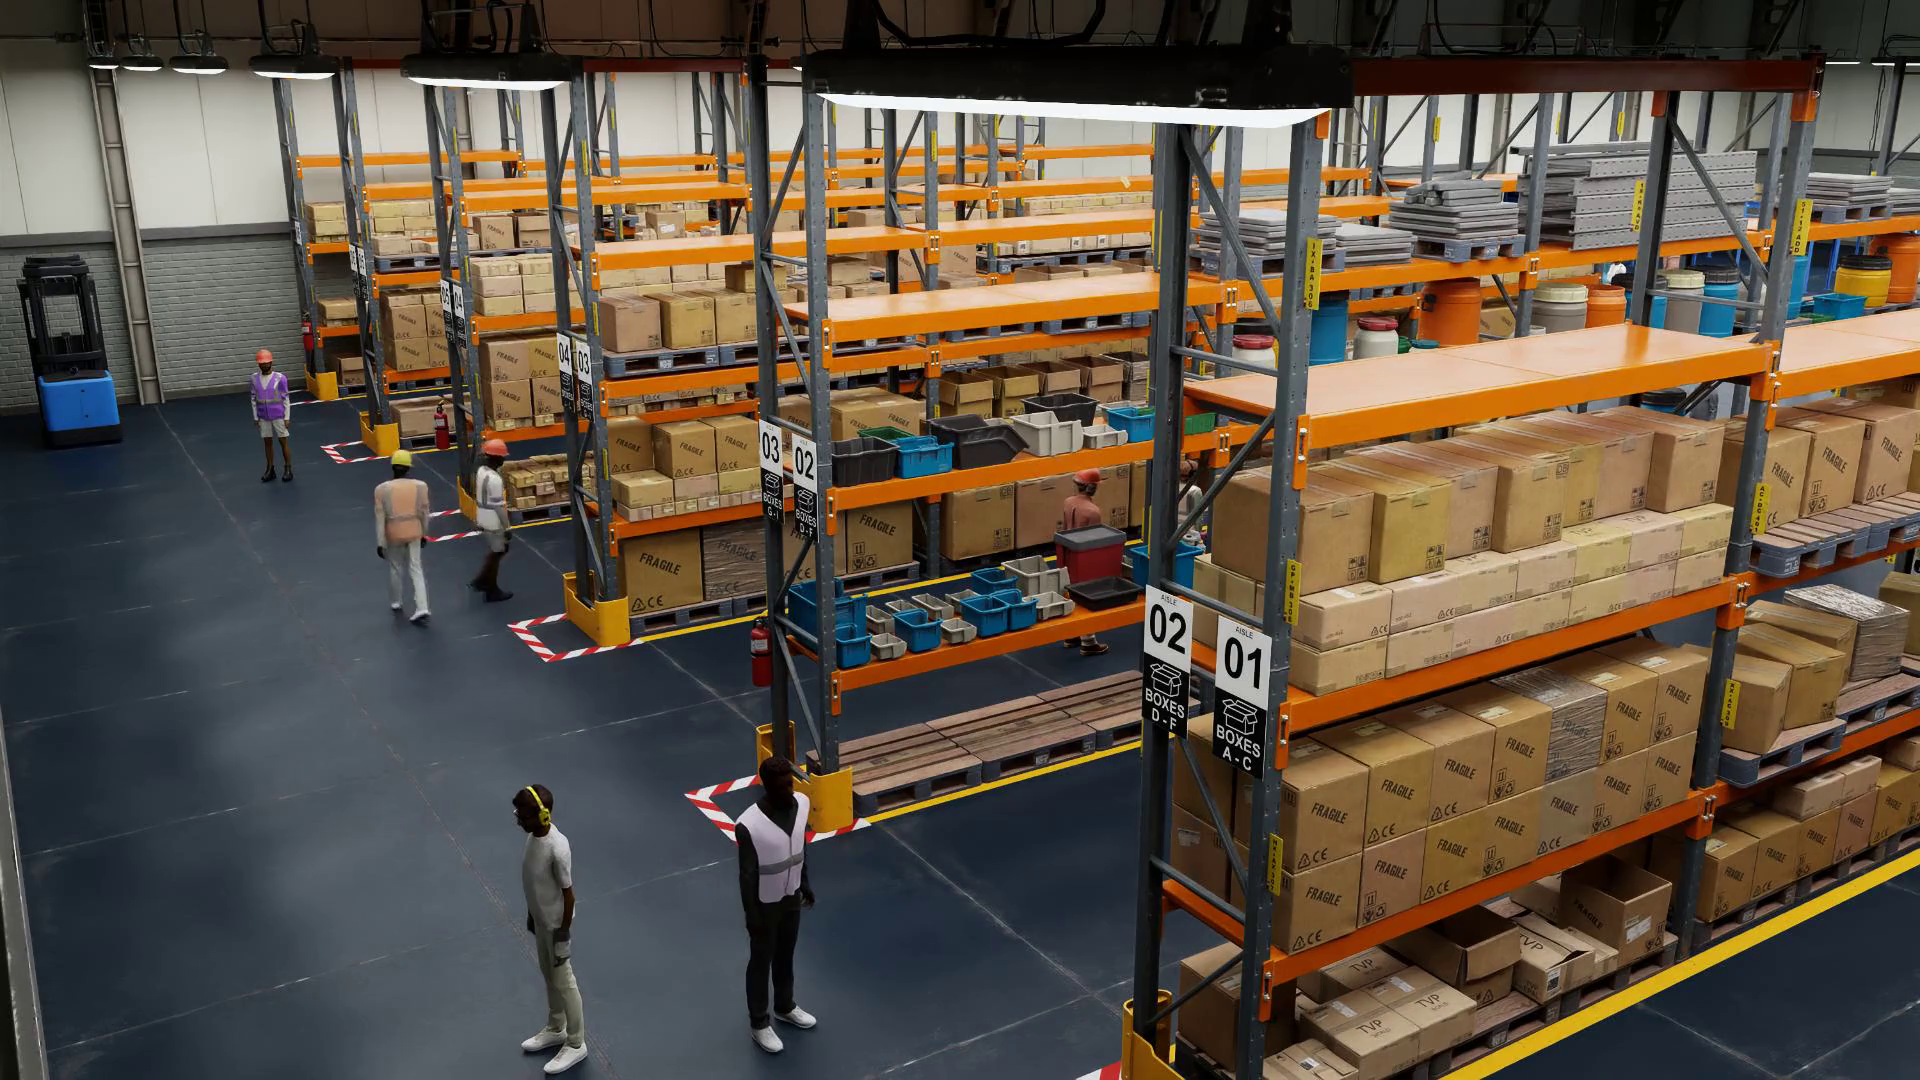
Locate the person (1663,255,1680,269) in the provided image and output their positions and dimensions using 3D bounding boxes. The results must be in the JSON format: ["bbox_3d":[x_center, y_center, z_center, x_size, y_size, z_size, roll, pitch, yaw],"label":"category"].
[{"bbox_3d":[17.998,-6.852,39.647,0.638,1.911,0.406,10,20,29],"label":"person"}]

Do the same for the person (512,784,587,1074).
[{"bbox_3d":[-2.508,2.338,9.593,0.328,1.865,0.520,-12,21,-35],"label":"person"}]

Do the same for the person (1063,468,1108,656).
[{"bbox_3d":[1.295,0.198,16.386,0.376,1.995,0.611,-10,20,-31],"label":"person"}]

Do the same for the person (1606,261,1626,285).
[{"bbox_3d":[14.659,-5.545,35.404,0.355,1.884,0.575,-2,17,-8],"label":"person"}]

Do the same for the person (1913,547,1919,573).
[{"bbox_3d":[10.163,0.232,16.273,0.382,1.993,0.622,-11,20,-32],"label":"person"}]

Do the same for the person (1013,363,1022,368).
[{"bbox_3d":[0.789,-1.634,22.651,0.743,1.848,0.598,-2,17,-5],"label":"person"}]

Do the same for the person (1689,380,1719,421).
[{"bbox_3d":[10.951,-1.731,23.320,0.282,1.633,0.498,-3,17,-11],"label":"person"}]

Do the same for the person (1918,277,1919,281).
[{"bbox_3d":[18.694,-4.215,30.996,0.638,1.917,0.619,12,21,35],"label":"person"}]

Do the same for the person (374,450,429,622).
[{"bbox_3d":[-6.131,-0.042,17.431,0.609,1.892,0.959,-10,19,-29],"label":"person"}]

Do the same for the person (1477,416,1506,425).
[{"bbox_3d":[7.240,-1.199,21.044,0.772,1.940,0.647,-10,19,-28],"label":"person"}]

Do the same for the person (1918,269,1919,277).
[{"bbox_3d":[22.434,-6.069,36.852,0.382,2.041,0.616,3,17,10],"label":"person"}]

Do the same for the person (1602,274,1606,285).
[{"bbox_3d":[16.595,-7.315,41.357,0.975,1.785,0.588,10,20,30],"label":"person"}]

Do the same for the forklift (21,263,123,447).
[{"bbox_3d":[-14.518,-3.079,25.708,1.129,2.768,1.873,-10,20,-31],"label":"forklift"}]

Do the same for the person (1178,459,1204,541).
[{"bbox_3d":[2.562,-0.111,17.997,0.307,1.641,0.512,-15,22,-40],"label":"person"}]

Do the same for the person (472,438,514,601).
[{"bbox_3d":[-5.254,-0.216,17.894,0.443,1.902,0.547,-8,19,-26],"label":"person"}]

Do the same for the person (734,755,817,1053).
[{"bbox_3d":[-1.151,2.225,9.871,0.399,1.918,0.590,12,21,35],"label":"person"}]

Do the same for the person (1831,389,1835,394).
[{"bbox_3d":[12.237,-1.444,22.109,0.860,1.785,0.719,8,19,24],"label":"person"}]

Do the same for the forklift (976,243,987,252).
[{"bbox_3d":[0.988,-5.474,34.718,1.214,2.155,2.313,-10,20,-31],"label":"forklift"}]

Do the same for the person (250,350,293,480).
[{"bbox_3d":[-10.093,-1.826,23.115,0.552,1.939,0.355,0,17,-1],"label":"person"}]

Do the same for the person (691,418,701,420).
[{"bbox_3d":[-4.354,-2.748,26.264,0.310,1.864,0.533,-7,18,-21],"label":"person"}]
